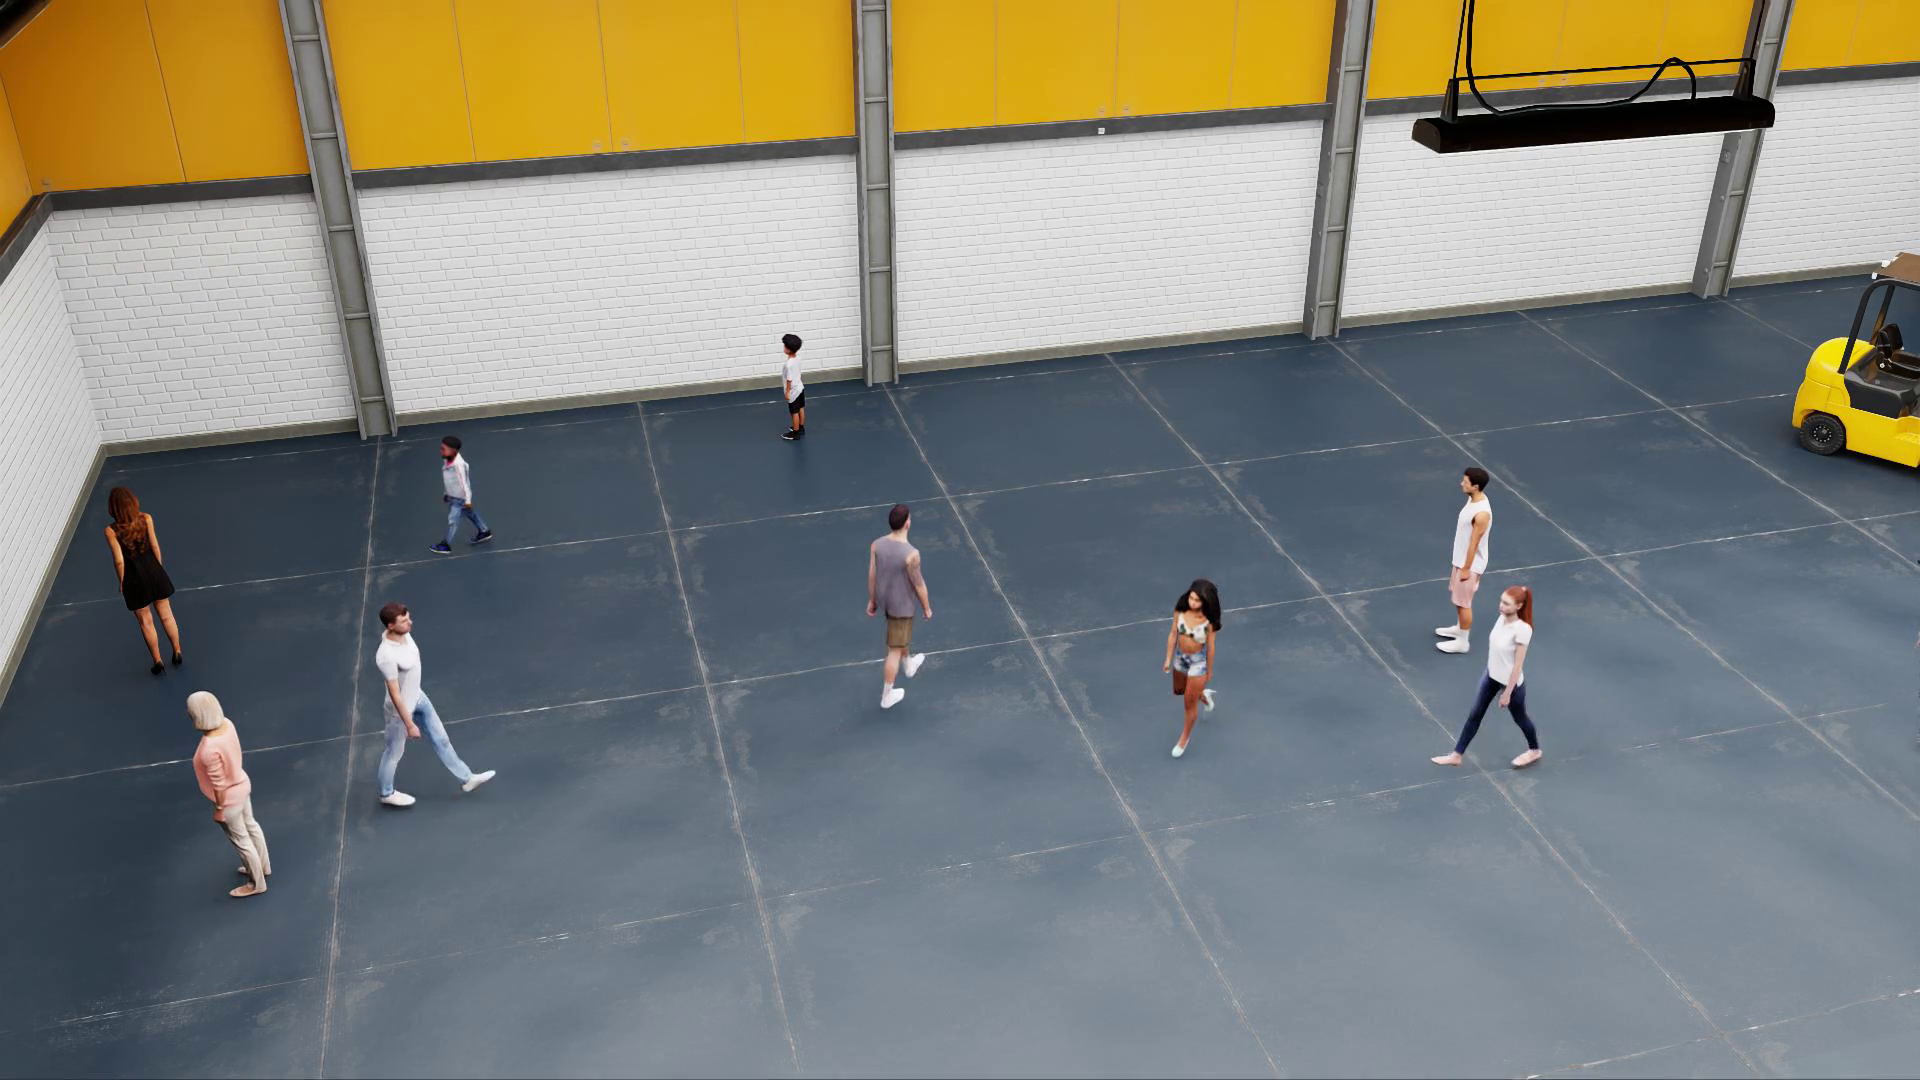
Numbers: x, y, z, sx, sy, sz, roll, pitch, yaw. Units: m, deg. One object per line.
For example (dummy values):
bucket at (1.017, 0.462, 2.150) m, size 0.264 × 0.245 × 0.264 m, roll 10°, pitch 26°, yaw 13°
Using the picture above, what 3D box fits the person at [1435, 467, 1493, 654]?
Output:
person at (4.597, 0.176, 14.958) m, size 0.721 × 1.779 × 0.732 m, roll 4°, pitch 29°, yaw 8°

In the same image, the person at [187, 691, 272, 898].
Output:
person at (-5.271, 1.818, 12.004) m, size 0.568 × 1.725 × 0.629 m, roll -3°, pitch 29°, yaw -5°

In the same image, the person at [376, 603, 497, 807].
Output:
person at (-4.384, 1.307, 12.862) m, size 1.222 × 1.801 × 0.906 m, roll 0°, pitch 29°, yaw 0°

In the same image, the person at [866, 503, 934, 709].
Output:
person at (-0.591, 0.585, 13.938) m, size 1.008 × 1.819 × 1.110 m, roll 18°, pitch 33°, yaw 30°

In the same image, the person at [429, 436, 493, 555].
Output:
person at (-4.976, -0.478, 16.735) m, size 0.920 × 1.225 × 0.645 m, roll -15°, pitch 32°, yaw -26°

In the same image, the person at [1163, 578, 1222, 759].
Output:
person at (1.929, 0.999, 13.631) m, size 0.851 × 1.605 × 0.994 m, roll 23°, pitch 36°, yaw 35°

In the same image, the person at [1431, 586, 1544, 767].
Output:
person at (4.455, 1.134, 13.296) m, size 1.151 × 1.689 × 0.600 m, roll -6°, pitch 29°, yaw -12°

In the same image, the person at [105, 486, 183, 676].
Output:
person at (-7.149, 0.358, 14.566) m, size 0.723 × 1.835 × 0.634 m, roll 22°, pitch 35°, yaw 34°

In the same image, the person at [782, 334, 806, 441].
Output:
person at (-1.902, -1.763, 19.056) m, size 0.616 × 1.258 × 0.574 m, roll 10°, pitch 30°, yaw 18°
